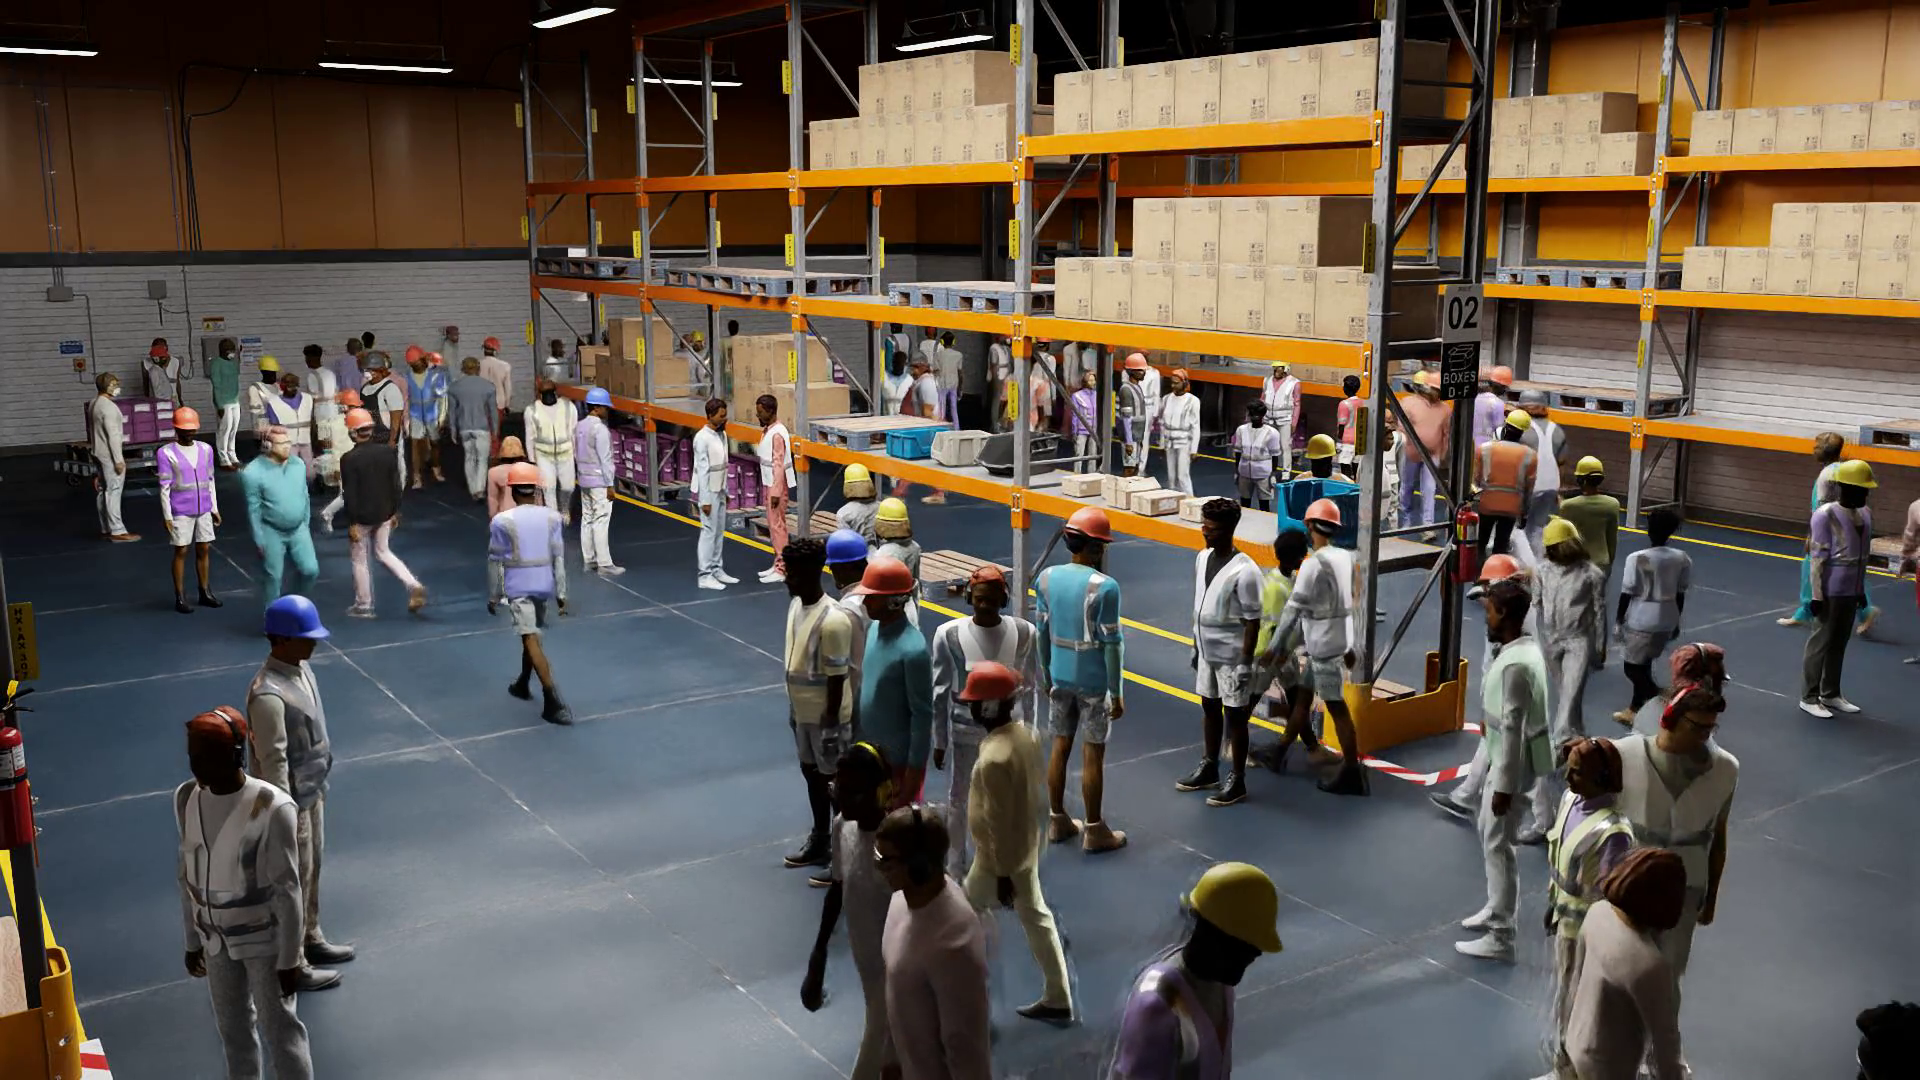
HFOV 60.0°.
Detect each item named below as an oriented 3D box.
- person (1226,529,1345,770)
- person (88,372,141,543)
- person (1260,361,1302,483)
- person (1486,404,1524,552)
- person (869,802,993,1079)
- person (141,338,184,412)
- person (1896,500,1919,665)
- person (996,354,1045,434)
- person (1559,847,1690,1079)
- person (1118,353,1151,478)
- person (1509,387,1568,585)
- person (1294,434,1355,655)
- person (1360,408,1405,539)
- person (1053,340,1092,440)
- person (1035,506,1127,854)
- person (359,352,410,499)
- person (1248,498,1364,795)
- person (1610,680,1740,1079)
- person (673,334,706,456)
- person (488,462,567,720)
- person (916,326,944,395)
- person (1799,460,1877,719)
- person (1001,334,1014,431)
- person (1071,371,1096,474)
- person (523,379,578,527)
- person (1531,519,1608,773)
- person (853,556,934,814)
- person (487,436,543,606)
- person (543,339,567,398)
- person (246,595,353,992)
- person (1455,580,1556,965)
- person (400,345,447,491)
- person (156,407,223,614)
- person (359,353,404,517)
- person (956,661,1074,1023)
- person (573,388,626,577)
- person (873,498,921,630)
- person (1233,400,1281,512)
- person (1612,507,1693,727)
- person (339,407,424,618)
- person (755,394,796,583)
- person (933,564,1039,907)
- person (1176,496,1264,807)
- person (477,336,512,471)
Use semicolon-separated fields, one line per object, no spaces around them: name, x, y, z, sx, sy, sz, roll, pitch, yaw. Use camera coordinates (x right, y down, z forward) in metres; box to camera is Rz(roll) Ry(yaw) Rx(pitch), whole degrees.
person;2.175;0.749;11.005;0.871;1.641;0.548;7;13;31
person;-9.671;-0.938;18.921;0.378;1.937;0.629;-11;15;-43
person;4.360;-1.641;22.785;0.590;1.833;0.403;8;13;35
person;6.114;-0.692;18.426;0.515;1.639;0.315;10;15;41
person;-0.017;1.736;5.379;1.019;1.895;0.636;-2;11;-12
person;-12.183;-2.167;25.434;0.390;1.850;0.565;10;15;41
person;7.866;0.250;13.413;0.689;1.708;0.609;-6;13;-29
person;0.857;-1.613;22.422;0.641;1.923;0.841;5;12;24
person;2.301;1.811;5.700;0.659;1.605;0.512;0;11;2
person;2.124;-1.253;20.259;0.378;2.044;0.607;3;12;17
person;5.714;-0.536;16.595;0.709;2.000;0.666;-4;12;-19
person;2.993;0.069;13.831;0.583;1.917;0.407;9;15;40
person;4.565;-0.617;18.036;0.515;1.641;0.314;-2;11;-10
person;1.901;-2.584;27.337;0.660;1.942;0.851;-7;13;-31
person;0.724;0.812;9.715;0.605;2.034;0.387;10;15;42
person;-7.511;-1.490;21.738;0.636;1.939;0.364;-2;11;-8
person;2.250;0.679;10.770;0.932;1.876;0.580;7;13;32
person;2.960;1.439;7.089;0.568;1.812;0.657;2;11;9
person;-4.211;-2.226;25.645;0.655;1.897;0.394;3;11;16
person;-3.194;0.366;12.414;0.557;1.891;1.018;-9;14;-39
person;-0.477;-2.741;28.281;0.574;1.885;0.355;7;13;30
person;6.528;0.355;12.327;0.594;1.924;0.373;-6;13;-28
person;0.840;-2.762;28.713;0.318;1.756;0.563;0;11;-1
person;1.698;-1.428;22.178;0.519;1.645;0.307;-7;13;-30
person;-4.744;-0.977;19.411;0.641;1.823;0.443;-4;12;-19
person;4.060;0.696;11.192;0.502;1.679;0.926;9;15;40
person;-0.346;1.062;8.534;0.392;1.995;0.612;-5;12;-25
person;-4.223;-0.180;15.833;0.502;1.630;0.280;-3;11;-14
person;-6.291;-2.182;25.640;0.492;1.805;0.555;0;11;2
person;-3.177;1.204;7.967;0.419;1.933;0.622;-2;11;-8
person;2.789;1.144;8.394;0.419;1.893;0.629;4;12;18
person;-7.356;-1.694;22.782;0.641;1.970;0.971;-3;11;-16
person;-7.195;-0.286;15.587;0.375;1.933;0.550;8;14;35
person;-7.164;-1.282;20.412;0.684;2.000;0.538;8;13;34
person;0.121;1.385;7.619;0.916;1.700;0.589;4;12;18
person;-3.736;-0.595;17.157;0.401;1.939;0.602;-9;14;-39
person;-0.467;0.566;11.720;0.309;1.743;0.494;7;13;32
person;3.273;-0.716;18.411;0.534;1.691;0.322;8;13;34
person;4.925;0.594;11.792;0.552;1.669;0.708;-4;12;-19
person;-5.345;-0.231;15.224;0.773;1.968;0.625;6;13;28
person;-1.887;-0.531;16.928;0.415;1.907;0.593;-3;11;-16
person;0.136;1.051;8.880;0.584;1.879;0.337;-2;11;-11
person;1.655;0.693;10.496;0.372;1.966;0.608;-5;12;-26
person;-6.773;-1.950;24.008;0.618;1.961;0.487;-5;12;-26
